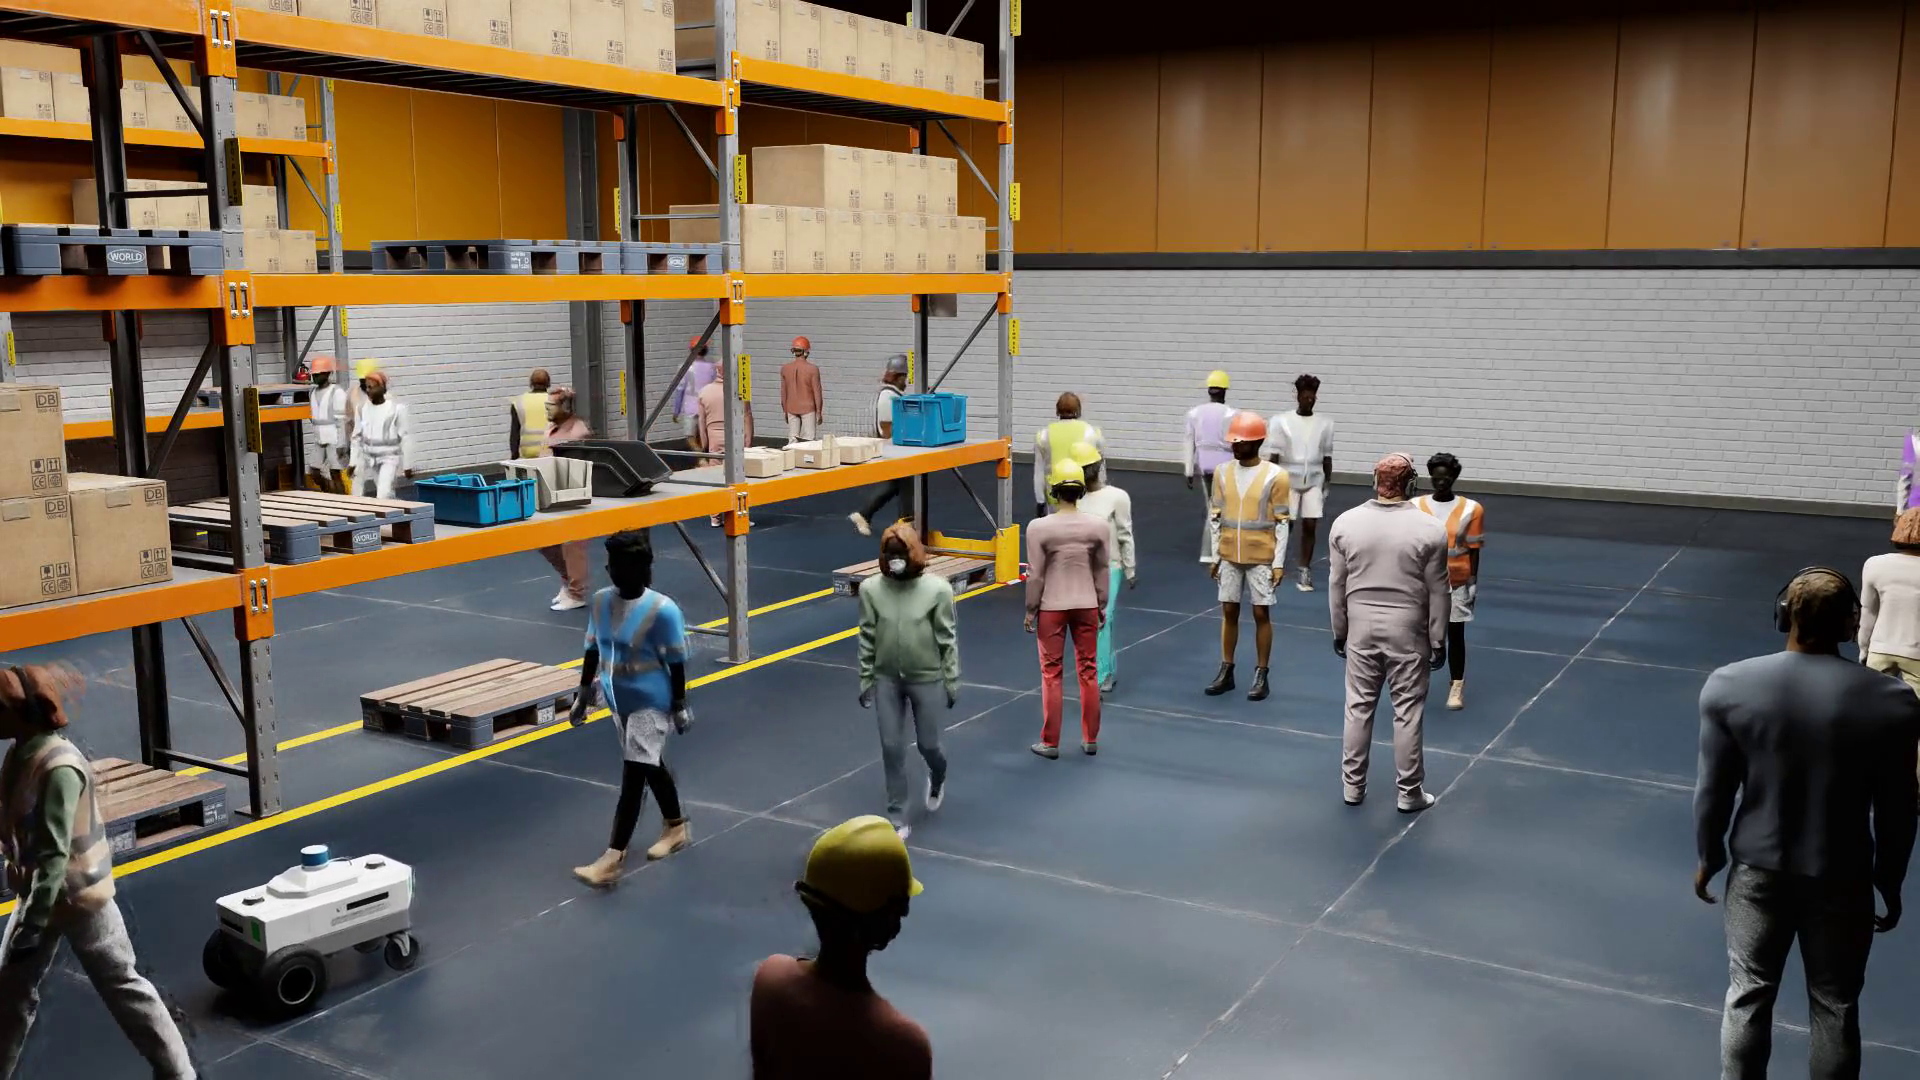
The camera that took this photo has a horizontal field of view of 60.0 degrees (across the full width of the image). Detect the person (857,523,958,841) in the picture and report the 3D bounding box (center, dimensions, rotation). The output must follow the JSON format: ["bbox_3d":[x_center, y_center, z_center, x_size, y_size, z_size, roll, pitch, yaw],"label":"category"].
[{"bbox_3d":[-0.251,0.702,8.386,0.525,1.611,0.616,2,9,13],"label":"person"}]

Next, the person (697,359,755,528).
[{"bbox_3d":[-2.583,-1.075,18.550,0.644,1.908,0.408,3,9,16],"label":"person"}]

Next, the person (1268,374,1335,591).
[{"bbox_3d":[3.059,-0.533,15.032,0.630,1.953,0.659,-1,9,-3],"label":"person"}]

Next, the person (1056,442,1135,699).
[{"bbox_3d":[0.858,0.215,11.060,0.542,1.713,0.868,5,10,26],"label":"person"}]

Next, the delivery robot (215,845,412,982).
[{"bbox_3d":[-2.559,1.462,6.630,0.477,0.478,0.707,8,12,40],"label":"delivery robot"}]

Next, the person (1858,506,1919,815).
[{"bbox_3d":[5.001,0.629,8.800,0.285,1.626,0.496,-7,12,-38],"label":"person"}]

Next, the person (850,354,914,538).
[{"bbox_3d":[-0.724,-0.984,17.563,0.889,2.000,0.687,1,9,4],"label":"person"}]

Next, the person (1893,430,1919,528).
[{"bbox_3d":[7.847,-0.255,13.371,0.571,1.925,0.545,7,12,39],"label":"person"}]

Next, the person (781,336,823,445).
[{"bbox_3d":[-2.128,-1.750,22.483,0.612,1.997,0.376,4,10,22],"label":"person"}]

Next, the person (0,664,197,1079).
[{"bbox_3d":[-2.963,1.189,5.404,0.514,1.589,0.882,7,12,39],"label":"person"}]

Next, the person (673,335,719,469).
[{"bbox_3d":[-3.547,-1.778,22.603,0.632,2.017,0.899,-8,12,-40],"label":"person"}]

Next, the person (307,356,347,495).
[{"bbox_3d":[-7.155,-1.120,18.801,0.552,1.923,0.395,4,10,24],"label":"person"}]

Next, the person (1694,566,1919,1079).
[{"bbox_3d":[2.642,1.040,5.245,0.627,1.941,0.374,5,11,30],"label":"person"}]

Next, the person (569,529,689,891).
[{"bbox_3d":[-1.566,0.774,7.790,0.540,1.650,0.878,7,11,36],"label":"person"}]

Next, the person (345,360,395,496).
[{"bbox_3d":[-6.673,-1.088,18.731,0.607,1.867,0.990,0,9,3],"label":"person"}]

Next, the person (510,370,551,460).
[{"bbox_3d":[-4.559,-0.964,18.217,0.666,1.794,0.966,0,9,0],"label":"person"}]

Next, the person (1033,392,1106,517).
[{"bbox_3d":[0.949,-0.383,14.508,0.629,1.823,0.773,2,9,15],"label":"person"}]

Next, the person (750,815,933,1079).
[{"bbox_3d":[-0.277,1.432,3.390,0.502,1.758,0.535,-8,12,-42],"label":"person"}]

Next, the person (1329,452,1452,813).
[{"bbox_3d":[2.276,0.487,8.798,0.644,1.908,0.408,5,10,30],"label":"person"}]

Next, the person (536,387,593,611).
[{"bbox_3d":[-3.347,-0.342,13.995,0.432,1.894,0.669,-8,12,-40],"label":"person"}]

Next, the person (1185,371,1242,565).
[{"bbox_3d":[2.565,-0.720,16.418,0.603,1.876,0.961,6,11,35],"label":"person"}]

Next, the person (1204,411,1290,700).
[{"bbox_3d":[1.909,0.106,11.090,0.547,1.934,0.376,6,11,33],"label":"person"}]

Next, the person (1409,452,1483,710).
[{"bbox_3d":[3.129,0.265,10.861,0.530,1.689,0.322,4,10,23],"label":"person"}]

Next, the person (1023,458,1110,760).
[{"bbox_3d":[0.622,0.403,9.760,0.533,1.767,0.312,-3,10,-17],"label":"person"}]

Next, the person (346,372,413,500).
[{"bbox_3d":[-5.914,-0.770,16.848,0.577,1.832,0.980,3,10,21],"label":"person"}]
